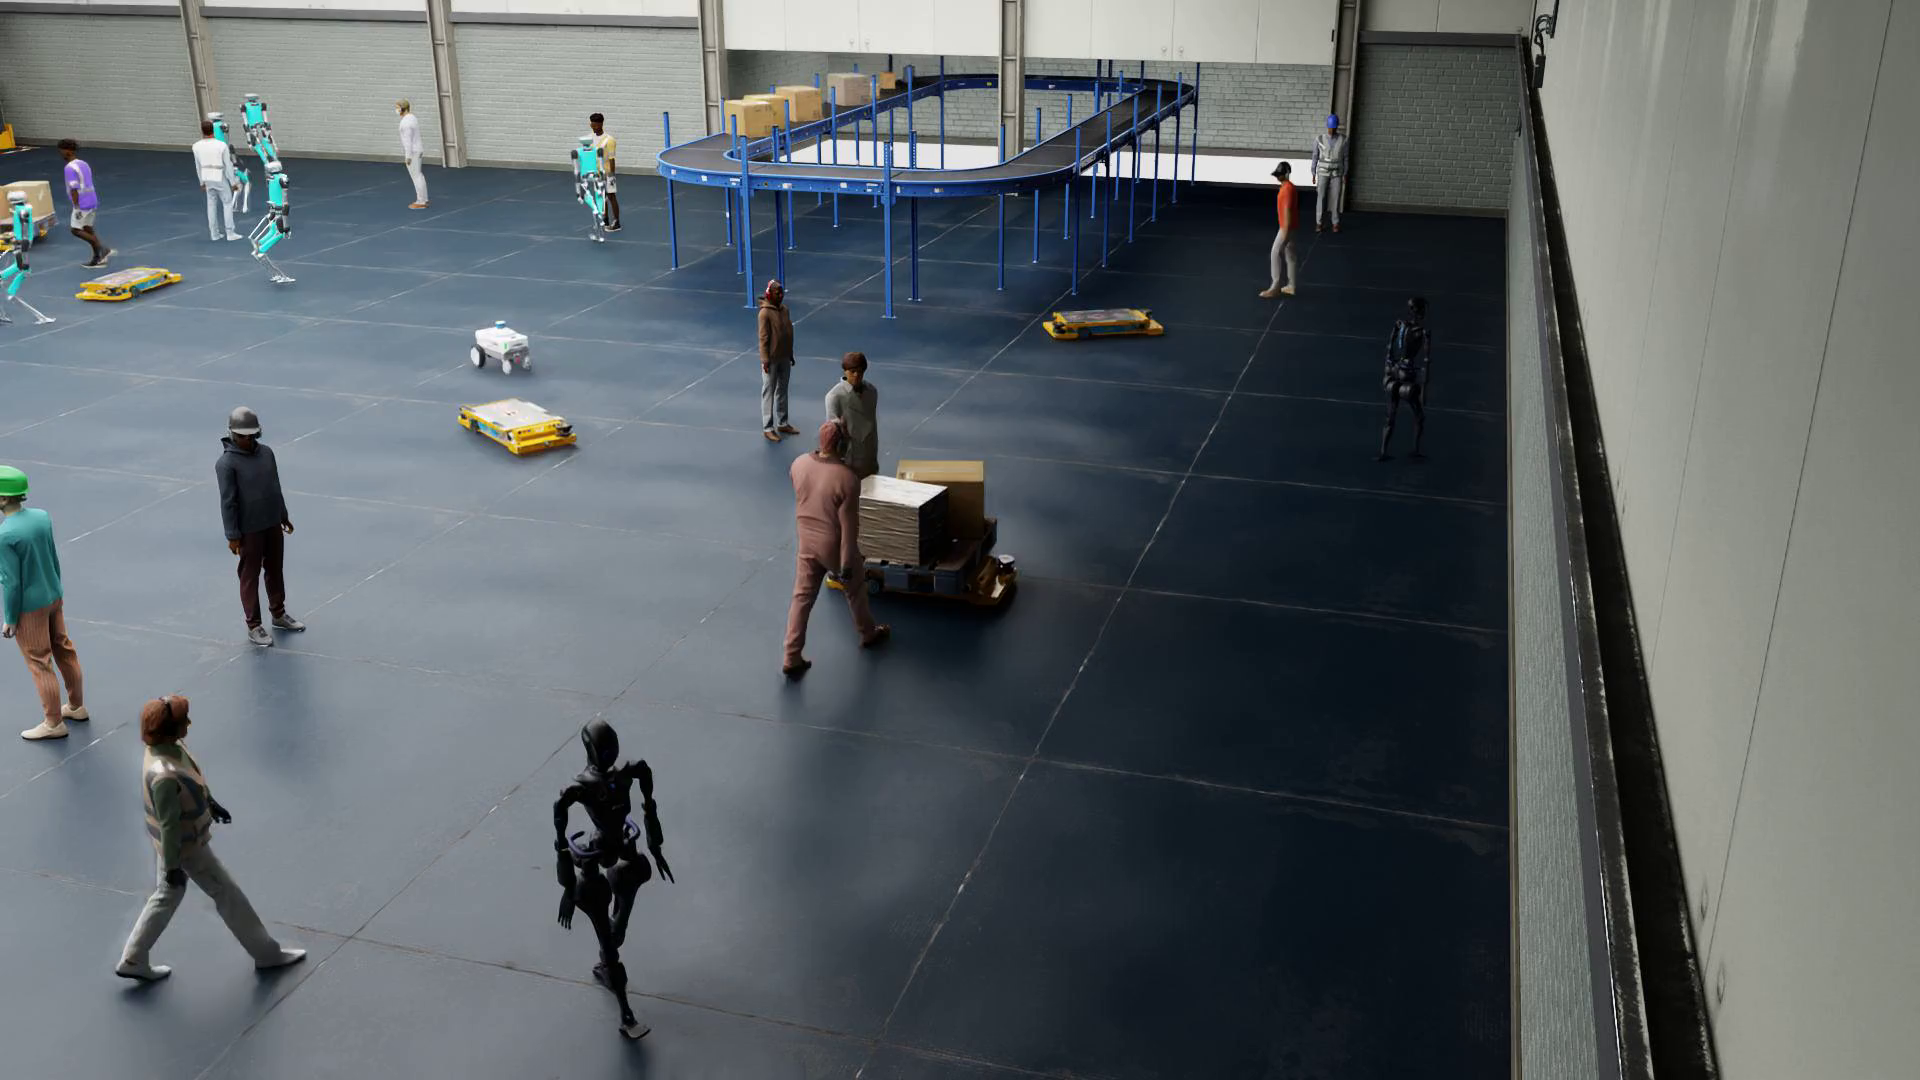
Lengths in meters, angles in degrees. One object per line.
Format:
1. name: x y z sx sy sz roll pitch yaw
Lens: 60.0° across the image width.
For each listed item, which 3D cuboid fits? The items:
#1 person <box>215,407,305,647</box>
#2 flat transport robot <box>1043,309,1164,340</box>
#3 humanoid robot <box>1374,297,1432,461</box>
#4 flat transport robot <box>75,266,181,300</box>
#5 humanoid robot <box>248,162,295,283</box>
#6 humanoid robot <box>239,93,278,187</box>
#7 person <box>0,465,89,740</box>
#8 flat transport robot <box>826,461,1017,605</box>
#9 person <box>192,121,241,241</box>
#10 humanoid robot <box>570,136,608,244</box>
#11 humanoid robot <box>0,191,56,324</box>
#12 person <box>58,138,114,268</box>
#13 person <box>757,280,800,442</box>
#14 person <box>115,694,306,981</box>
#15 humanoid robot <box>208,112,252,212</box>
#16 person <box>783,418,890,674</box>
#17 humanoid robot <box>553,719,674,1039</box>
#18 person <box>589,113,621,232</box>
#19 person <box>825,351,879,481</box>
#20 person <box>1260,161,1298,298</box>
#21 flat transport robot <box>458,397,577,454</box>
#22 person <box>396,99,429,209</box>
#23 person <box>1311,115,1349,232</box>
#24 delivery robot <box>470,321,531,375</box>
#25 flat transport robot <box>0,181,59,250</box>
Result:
1. person: -5.215 -0.121 12.346 0.367 1.809 0.555 10 23 25
2. flat transport robot: 1.838 -2.771 21.366 1.431 0.231 0.659 -4 21 -9
3. humanoid robot: 4.400 -1.589 16.361 0.561 1.640 0.614 -12 24 -27
4. flat transport robot: -11.807 -3.643 23.627 0.659 0.231 1.431 4 21 10
5. humanoid robot: -9.823 -4.478 23.565 0.735 1.677 0.533 -20 28 -41
6. humanoid robot: -13.412 -7.679 32.075 0.722 1.787 0.541 16 26 35
7. person: -6.073 0.404 10.894 0.350 1.877 0.512 3 21 8
8. flat transport robot: -0.312 0.268 13.484 1.431 0.231 0.659 6 22 15
9. person: -12.073 -5.817 26.994 0.609 1.907 0.404 2 21 6
10. humanoid robot: -5.794 -5.499 26.480 0.535 1.741 1.046 -11 24 -26
11. humanoid robot: -12.345 -3.591 21.493 0.915 1.777 0.578 -10 23 -23
12. person: -13.081 -5.019 24.861 0.502 1.942 0.634 -2 21 -4
13. person: -1.892 -1.854 17.062 0.335 1.651 0.458 14 25 32
14. person: -3.930 1.509 8.412 0.870 1.587 0.512 -11 24 -27
15. humanoid robot: -12.903 -6.688 29.515 0.531 1.815 0.698 9 23 23
16. person: -0.936 0.021 11.938 0.634 1.845 1.045 13 25 30
17. humanoid robot: -1.676 1.604 8.107 0.609 1.628 0.747 -18 27 -38
18. person: -5.966 -6.142 27.774 0.601 1.957 0.384 17 27 38
19. person: -0.869 -0.670 13.753 0.504 1.828 0.369 -17 27 -37
20. person: 4.485 -4.320 23.148 0.566 1.882 0.602 4 21 10
21. flat transport robot: -4.620 -1.200 17.291 0.659 0.231 1.431 -17 27 -36
22. person: -9.826 -6.918 29.823 0.386 1.929 0.625 -2 21 -5
23. person: 6.157 -6.107 27.714 0.616 1.932 0.415 1 21 2
24. delivery robot: -5.432 -2.311 19.731 0.744 0.564 0.499 20 28 41
25. flat transport robot: -15.377 -4.903 26.895 0.659 0.231 1.431 -3 21 -7
